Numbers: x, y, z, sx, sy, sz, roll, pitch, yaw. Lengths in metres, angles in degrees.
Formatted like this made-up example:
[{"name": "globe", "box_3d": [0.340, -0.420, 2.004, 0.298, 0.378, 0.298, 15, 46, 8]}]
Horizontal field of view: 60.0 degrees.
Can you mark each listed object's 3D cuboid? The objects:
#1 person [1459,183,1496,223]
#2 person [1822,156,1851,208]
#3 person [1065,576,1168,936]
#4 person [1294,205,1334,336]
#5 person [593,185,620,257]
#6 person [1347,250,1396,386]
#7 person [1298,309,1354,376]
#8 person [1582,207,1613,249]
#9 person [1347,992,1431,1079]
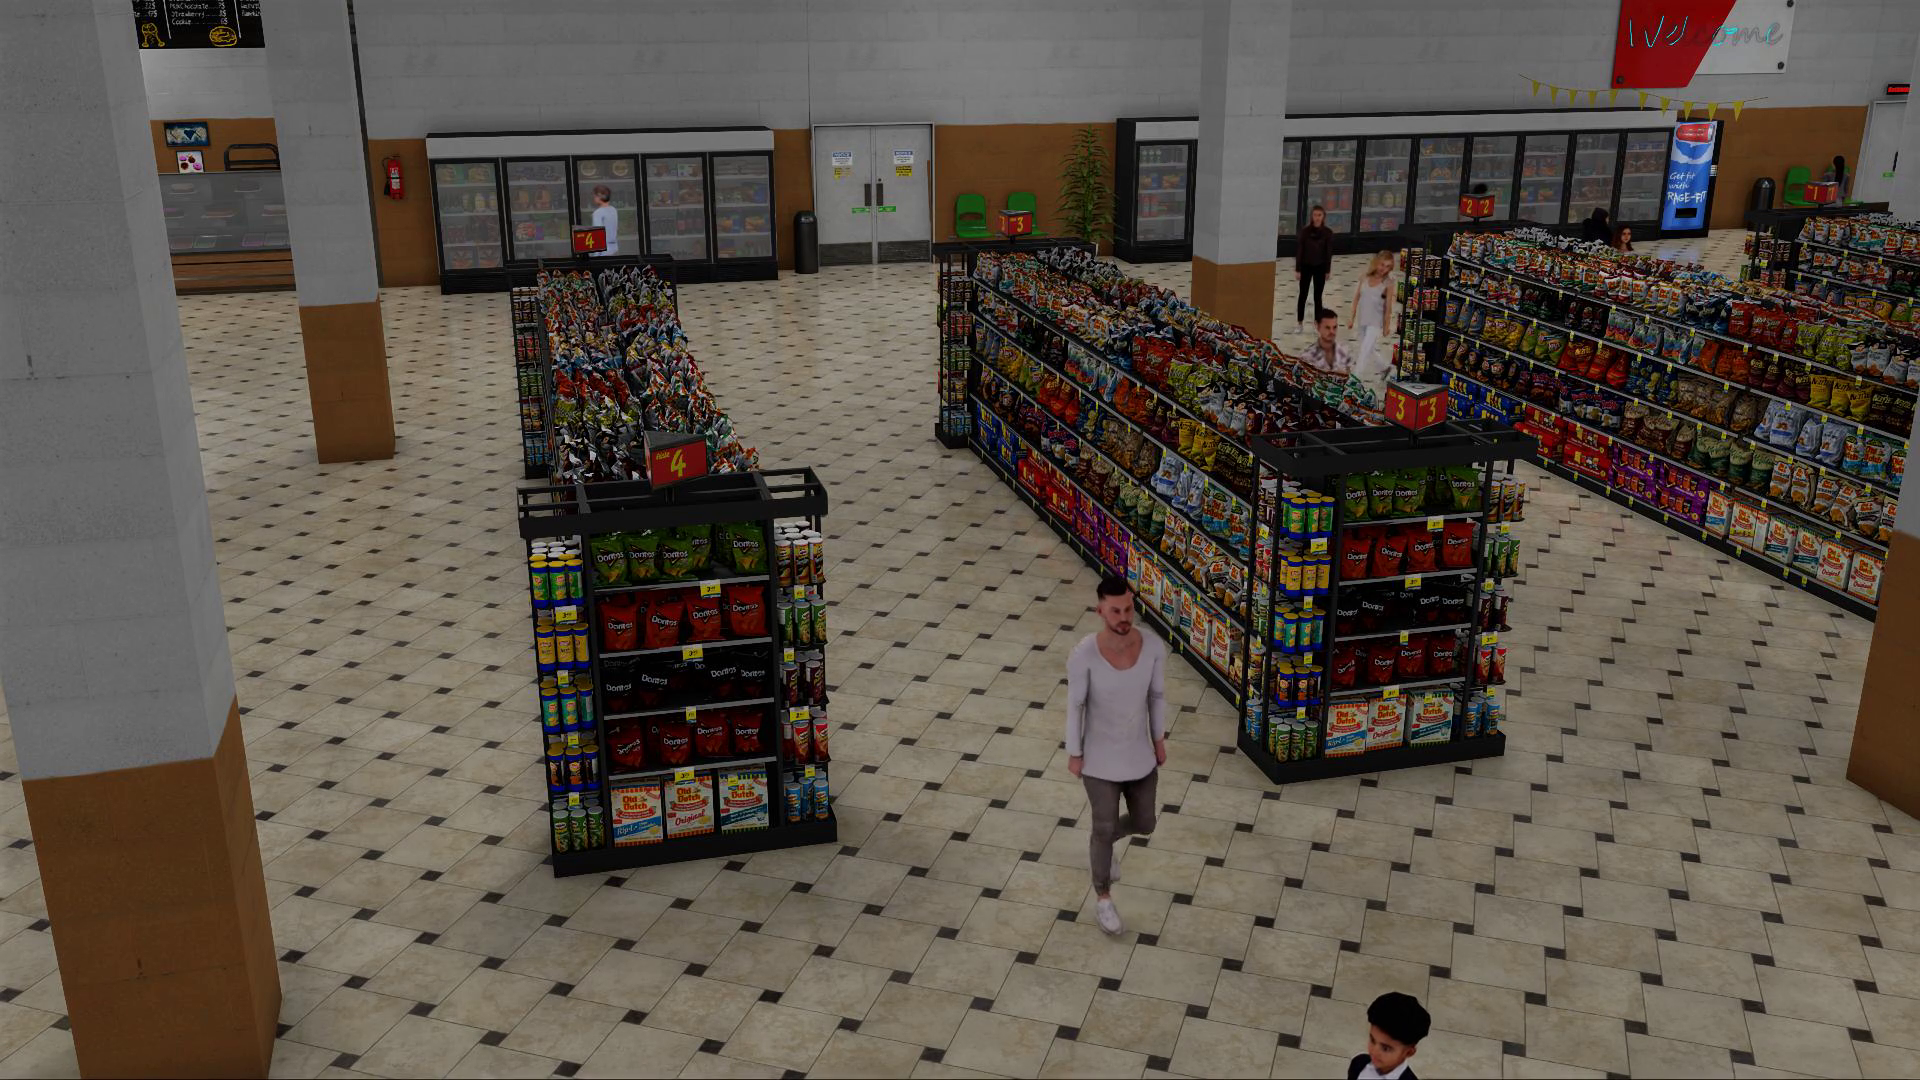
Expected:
[{"name": "person", "box_3d": [7.189, -4.069, 23.319, 0.764, 1.802, 0.829, 11, 22, 30]}, {"name": "person", "box_3d": [14.859, -5.701, 28.354, 0.697, 1.678, 0.698, 2, 19, 5]}, {"name": "person", "box_3d": [0.747, 1.008, 8.223, 0.709, 1.827, 0.860, -6, 20, -18]}, {"name": "person", "box_3d": [4.677, -3.569, 22.002, 0.680, 1.696, 0.667, 4, 19, 12]}, {"name": "person", "box_3d": [-4.798, -3.878, 22.611, 0.808, 1.891, 0.710, 6, 20, 18]}, {"name": "person", "box_3d": [4.715, -2.470, 18.857, 0.951, 1.623, 1.084, -12, 22, -33]}, {"name": "person", "box_3d": [3.169, -1.156, 14.702, 0.701, 1.788, 1.026, -6, 20, -17]}, {"name": "person", "box_3d": [8.371, -3.558, 22.004, 0.775, 1.674, 0.644, -1, 19, -4]}, {"name": "person", "box_3d": [1.503, 2.128, 5.852, 0.599, 1.219, 0.455, -9, 21, -26]}]
